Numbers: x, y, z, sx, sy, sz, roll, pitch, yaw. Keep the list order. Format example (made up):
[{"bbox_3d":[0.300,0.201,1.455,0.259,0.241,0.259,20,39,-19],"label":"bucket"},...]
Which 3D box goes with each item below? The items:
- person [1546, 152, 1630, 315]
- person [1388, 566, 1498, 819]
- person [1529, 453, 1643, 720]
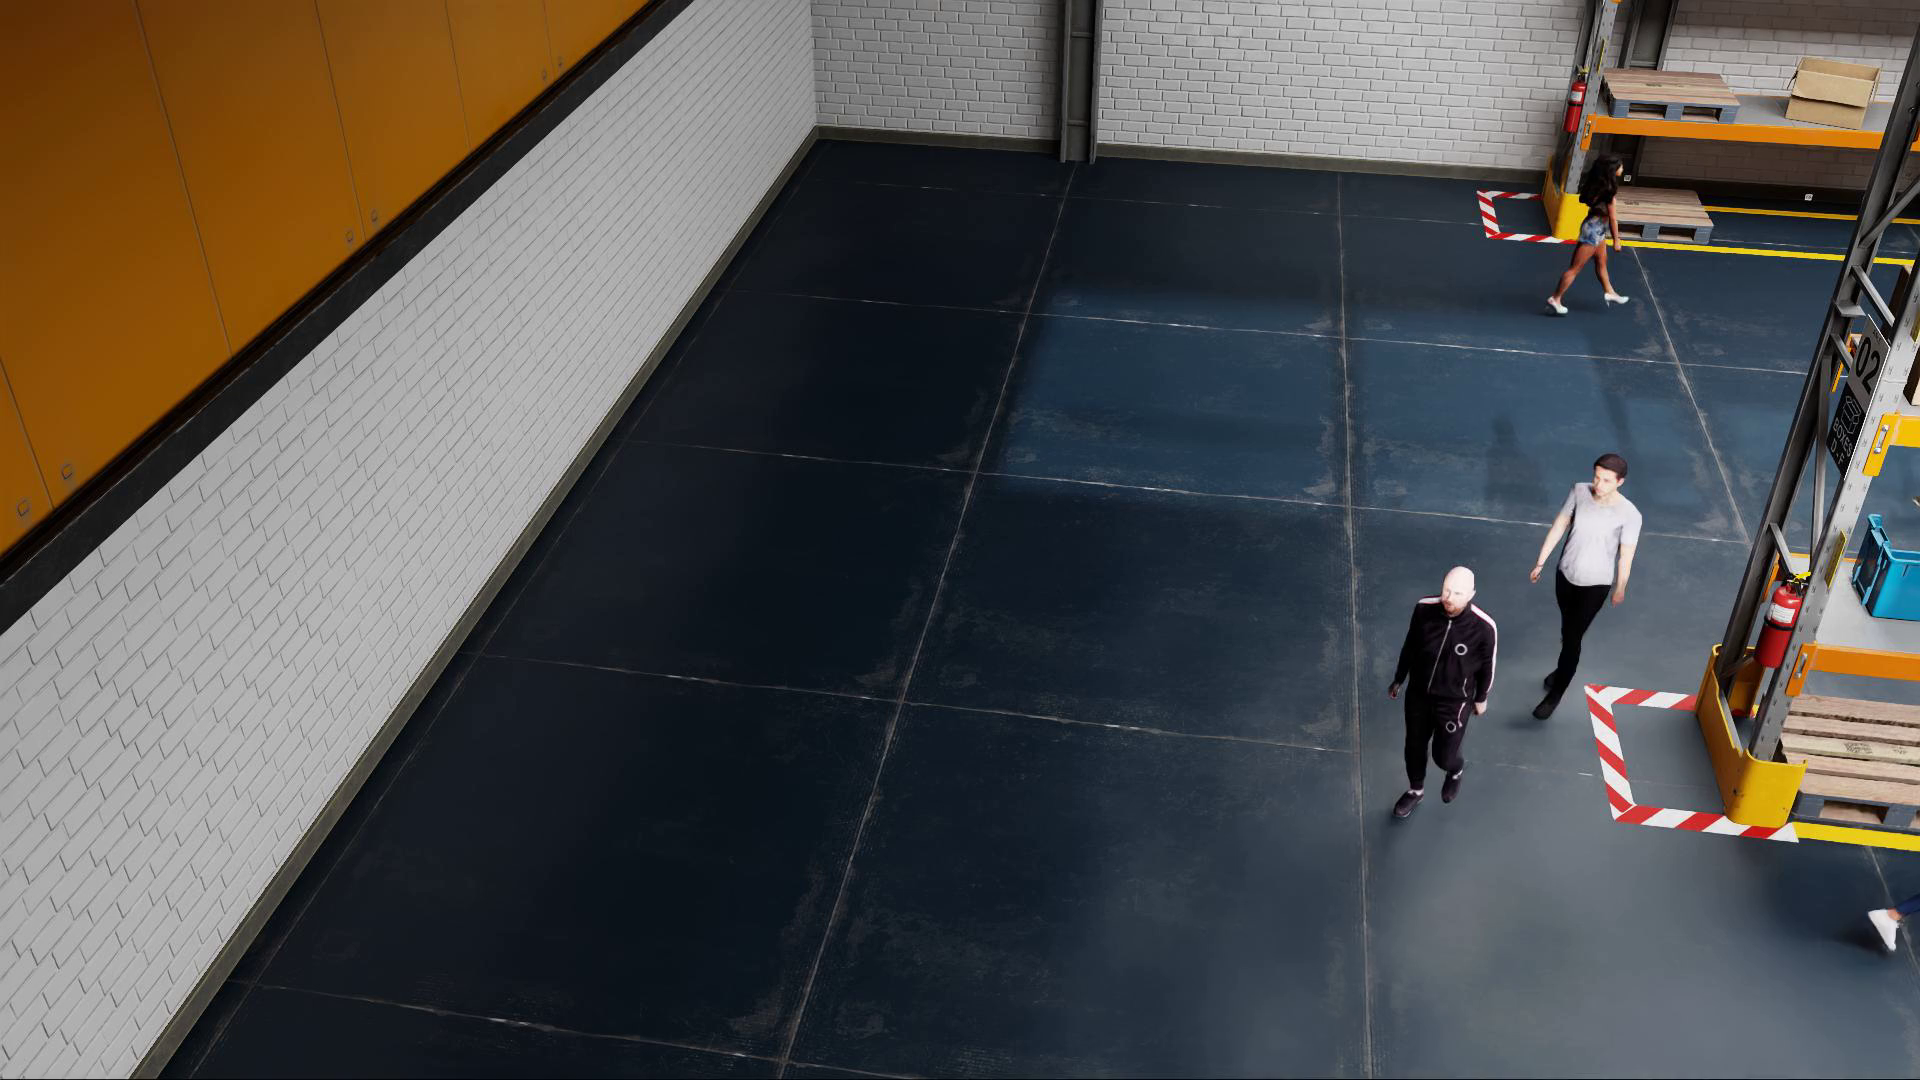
[{"bbox_3d":[5.835,-2.823,15.562,0.997,1.587,0.584,4,34,6],"label":"person"},{"bbox_3d":[2.870,0.862,9.808,0.847,1.819,0.920,25,41,32],"label":"person"},{"bbox_3d":[4.094,0.213,10.764,1.061,1.842,1.001,-20,39,-27],"label":"person"}]
